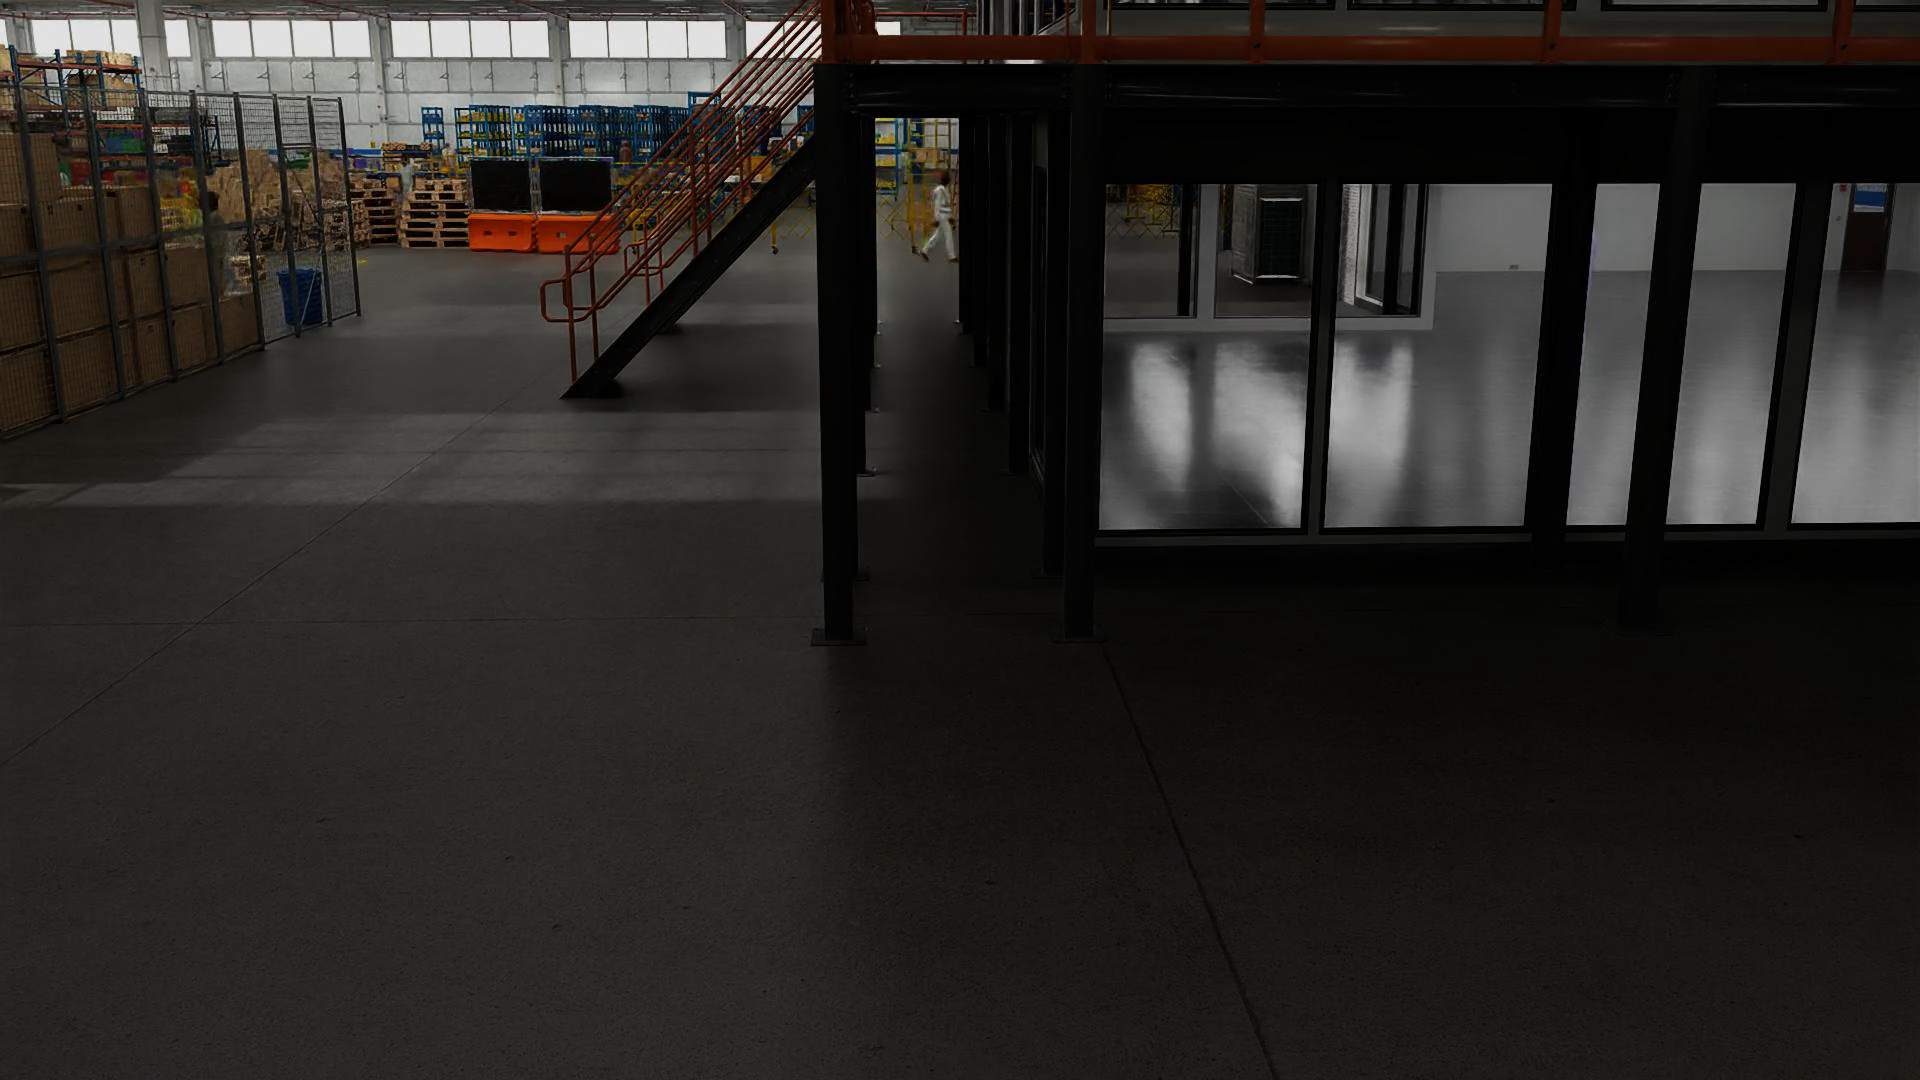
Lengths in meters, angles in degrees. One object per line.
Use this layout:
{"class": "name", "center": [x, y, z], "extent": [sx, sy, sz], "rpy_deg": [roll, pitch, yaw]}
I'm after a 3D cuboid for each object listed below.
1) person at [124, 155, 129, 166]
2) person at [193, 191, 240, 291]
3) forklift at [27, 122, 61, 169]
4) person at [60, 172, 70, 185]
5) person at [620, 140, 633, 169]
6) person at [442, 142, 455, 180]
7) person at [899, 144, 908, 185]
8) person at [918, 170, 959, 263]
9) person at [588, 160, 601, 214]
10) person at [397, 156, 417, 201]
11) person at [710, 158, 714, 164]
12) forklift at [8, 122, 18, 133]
{"class": "person", "center": [-35.073, -15.531, 70.007], "extent": [0.533, 1.599, 0.580], "rpy_deg": [-7, 16, -25]}
{"class": "person", "center": [-10.347, -3.954, 23.259], "extent": [0.642, 1.824, 0.617], "rpy_deg": [11, 18, 37]}
{"class": "forklift", "center": [-35.376, -14.773, 64.377], "extent": [1.129, 2.768, 1.873], "rpy_deg": [-1, 14, -2]}
{"class": "person", "center": [-20.485, -7.638, 37.563], "extent": [0.688, 2.000, 0.536], "rpy_deg": [-1, 14, -4]}
{"class": "person", "center": [-16.104, -18.331, 80.420], "extent": [0.632, 1.976, 0.437], "rpy_deg": [-2, 14, -9]}
{"class": "person", "center": [-24.655, -18.230, 80.242], "extent": [0.637, 1.880, 0.868], "rpy_deg": [-5, 15, -19]}
{"class": "person", "center": [-2.557, -17.256, 76.440], "extent": [0.426, 1.821, 0.617], "rpy_deg": [-11, 18, -37]}
{"class": "person", "center": [-0.411, -6.478, 33.329], "extent": [0.917, 1.854, 0.582], "rpy_deg": [2, 14, 10]}
{"class": "person", "center": [-10.152, -9.650, 46.166], "extent": [0.321, 1.766, 0.535], "rpy_deg": [-5, 15, -19]}
{"class": "person", "center": [-16.358, -10.443, 49.222], "extent": [0.514, 1.824, 0.661], "rpy_deg": [2, 14, 10]}
{"class": "person", "center": [-12.594, -19.167, 84.160], "extent": [0.992, 1.804, 0.584], "rpy_deg": [1, 14, 3]}
{"class": "forklift", "center": [-38.431, -15.789, 68.439], "extent": [1.129, 2.768, 1.873], "rpy_deg": [-1, 14, -3]}
